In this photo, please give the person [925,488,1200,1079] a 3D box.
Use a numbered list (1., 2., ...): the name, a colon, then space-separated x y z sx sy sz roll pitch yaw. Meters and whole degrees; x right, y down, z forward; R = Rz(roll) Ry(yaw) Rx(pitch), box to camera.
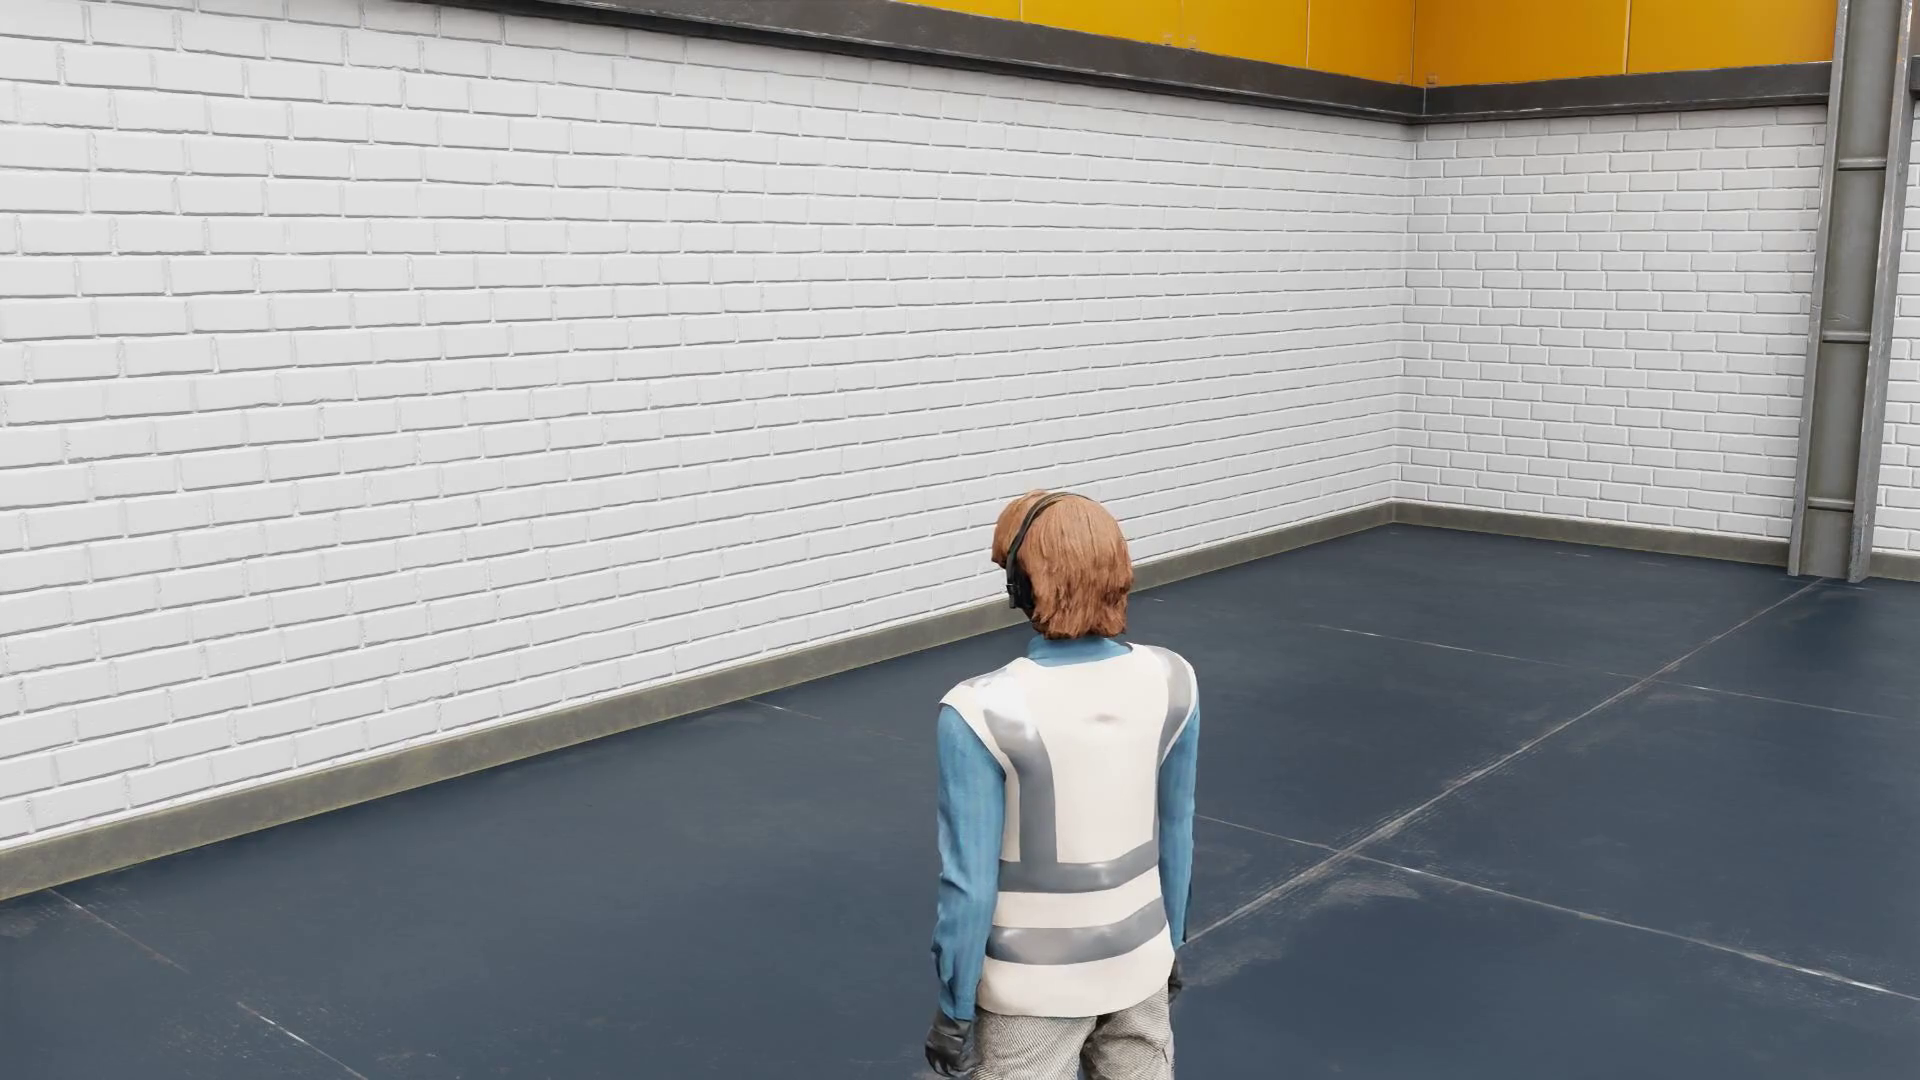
1. person: 0.176 0.734 2.747 0.521 1.638 0.311 -7 12 -33
